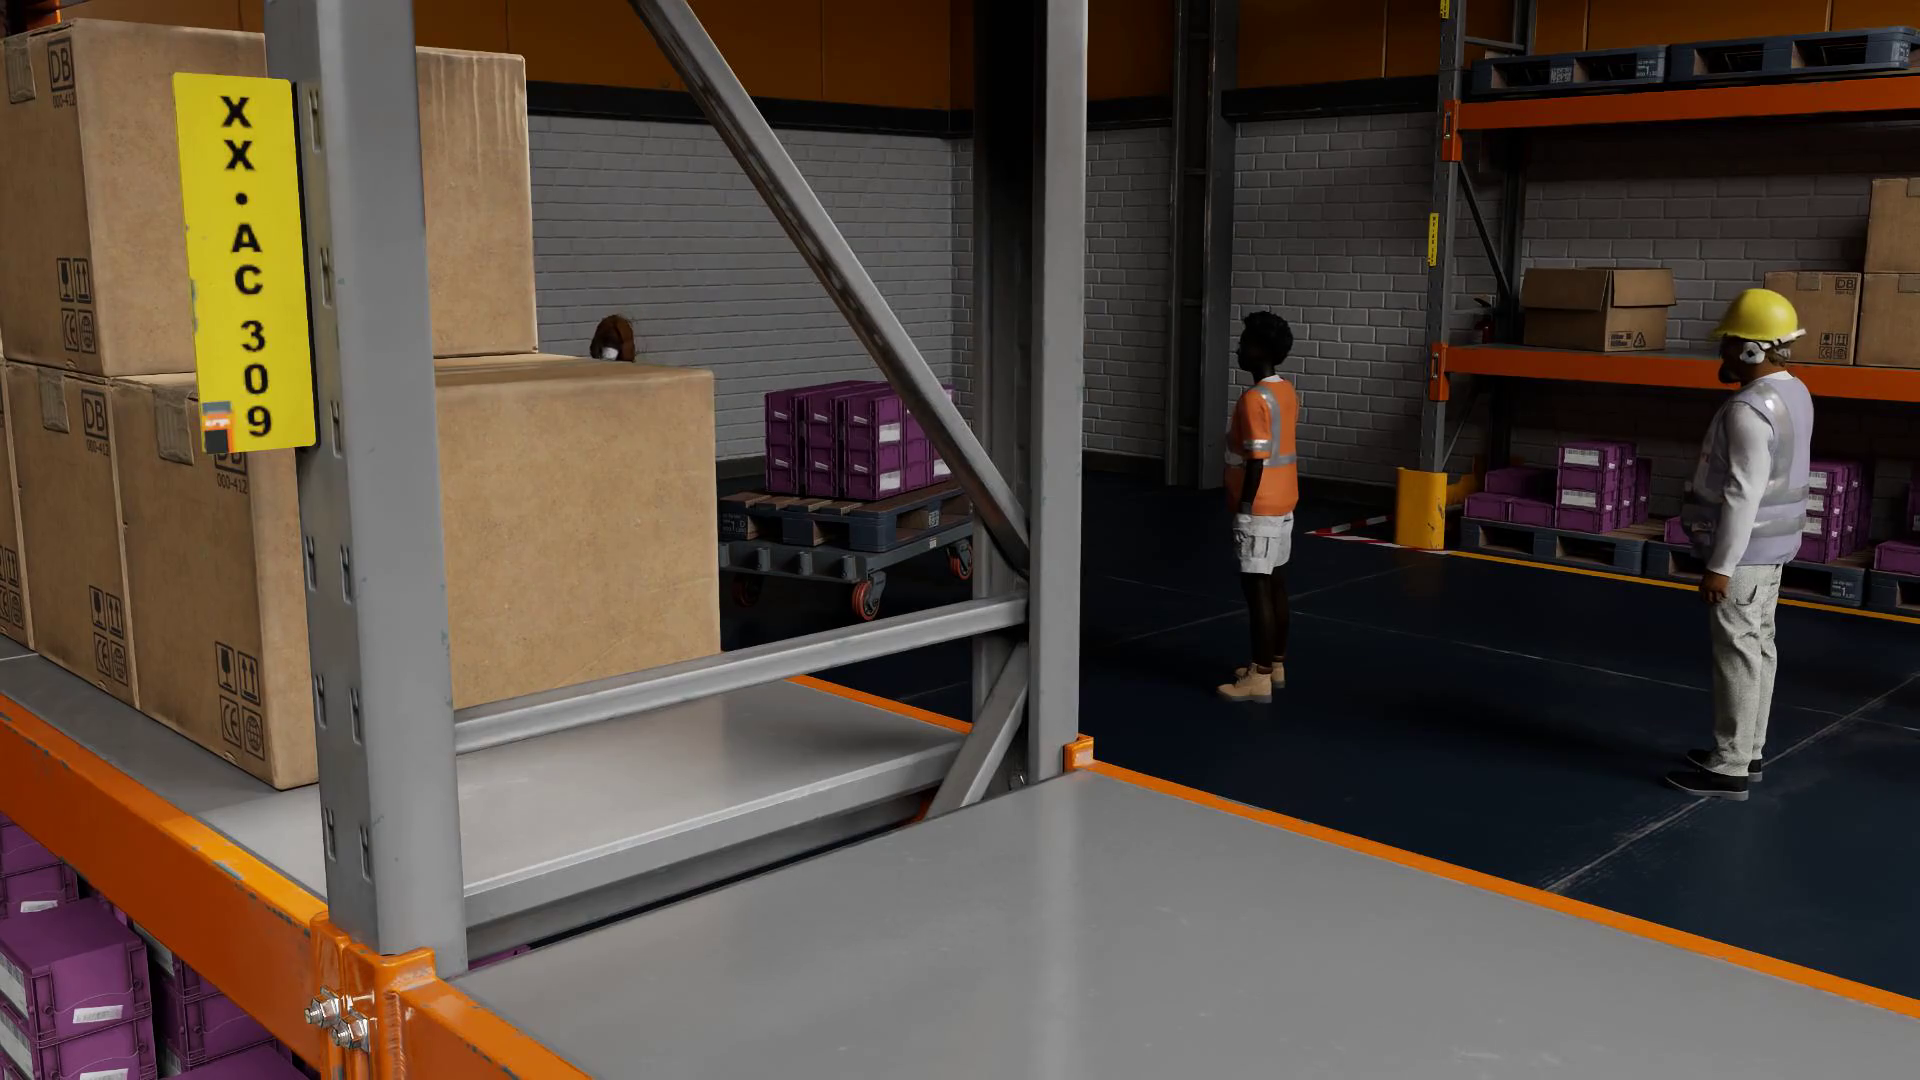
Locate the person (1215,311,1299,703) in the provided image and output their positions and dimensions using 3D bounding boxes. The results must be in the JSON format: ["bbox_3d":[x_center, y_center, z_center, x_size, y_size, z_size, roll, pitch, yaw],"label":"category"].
[{"bbox_3d":[1.305,-0.144,7.259,0.315,1.698,0.541,5,12,25],"label":"person"}]

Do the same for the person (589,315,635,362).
[{"bbox_3d":[-1.876,-0.403,8.949,0.502,1.590,0.840,3,11,15],"label":"person"}]

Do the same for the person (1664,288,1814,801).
[{"bbox_3d":[2.815,0.018,6.007,0.404,1.836,0.590,8,13,37],"label":"person"}]
